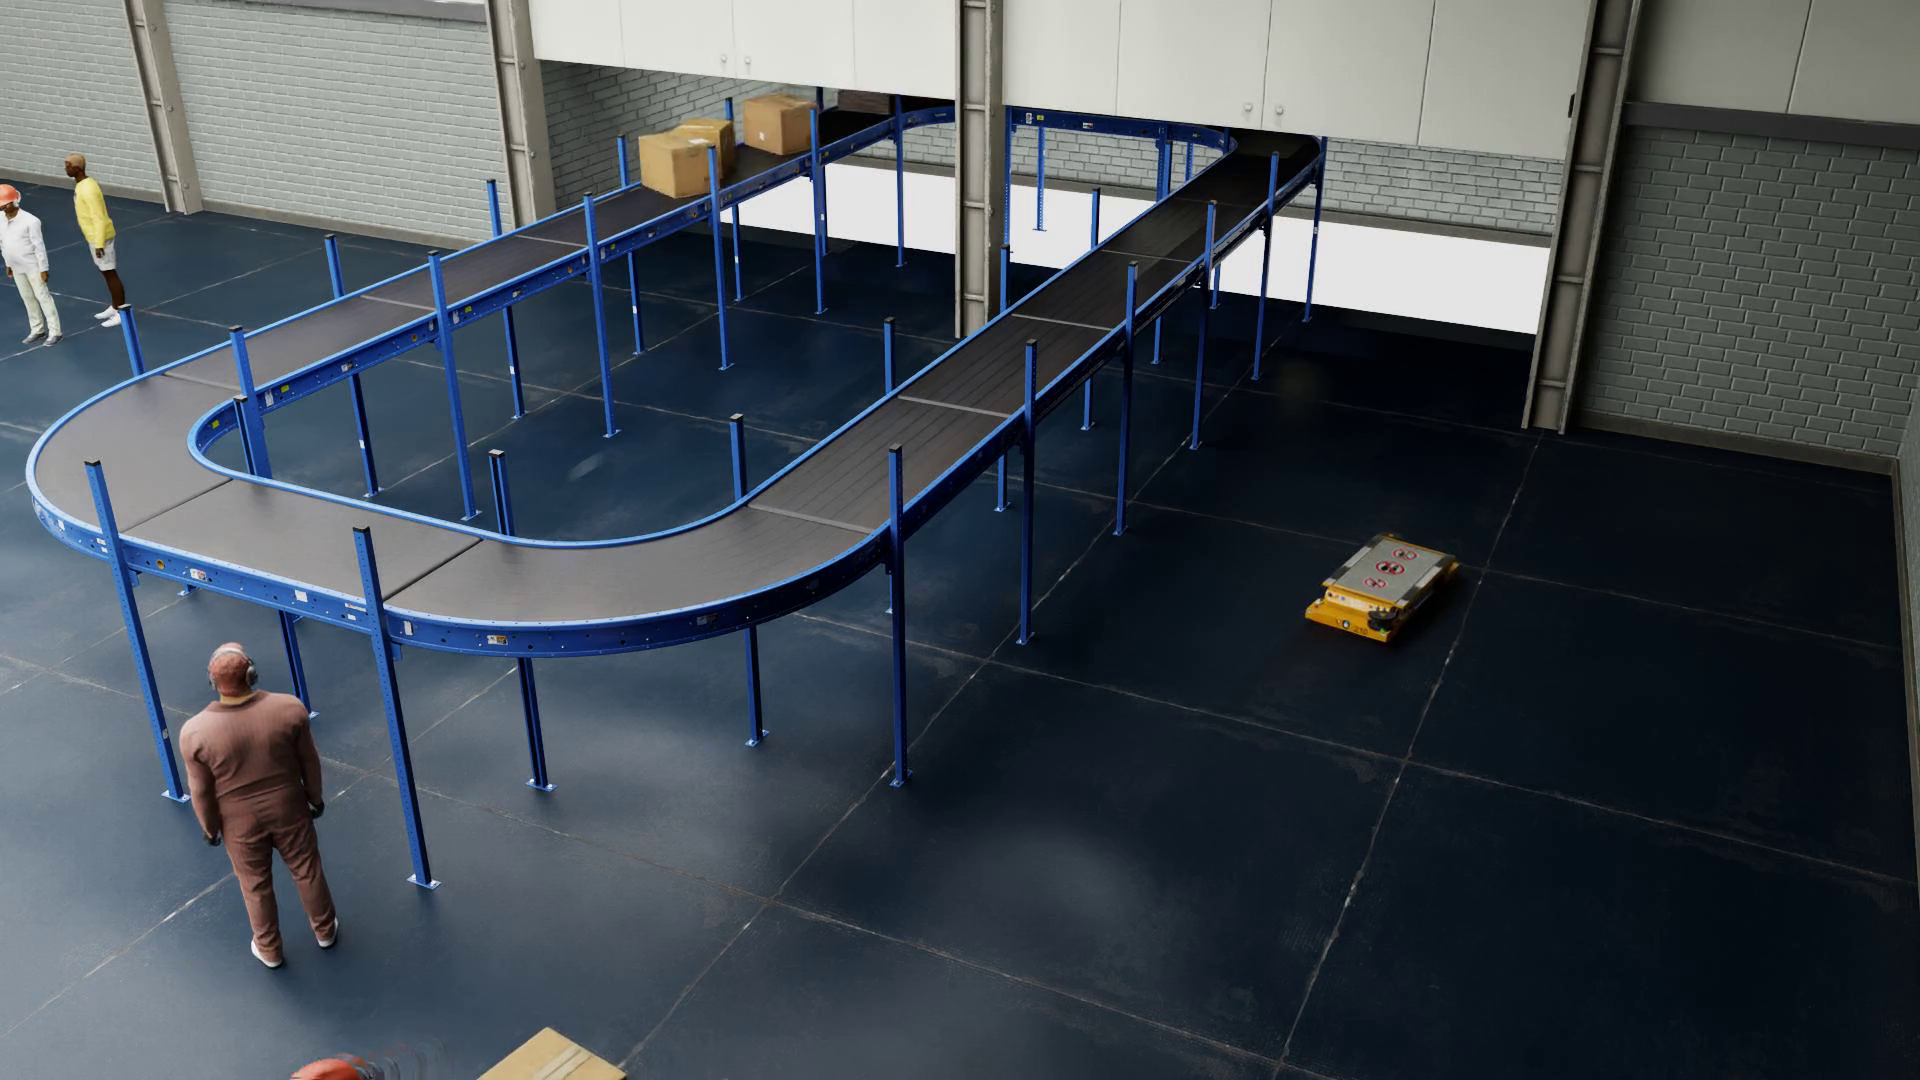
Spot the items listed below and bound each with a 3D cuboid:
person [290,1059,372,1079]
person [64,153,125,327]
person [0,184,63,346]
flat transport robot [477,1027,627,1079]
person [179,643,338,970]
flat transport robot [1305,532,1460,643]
[{"bbox_3d":[-2.127,2.660,6.154,0.743,2.025,0.617,-14,30,-27],"label":"person"},{"bbox_3d":[-9.498,-3.309,18.312,0.382,1.898,0.544,-16,30,-28],"label":"person"},{"bbox_3d":[-9.968,-2.931,17.724,0.561,1.743,0.347,9,28,17],"label":"person"},{"bbox_3d":[-1.693,3.181,7.066,1.431,0.231,0.659,-20,33,-35],"label":"flat transport robot"},{"bbox_3d":[-3.699,1.407,8.806,0.642,1.903,0.402,-15,30,-28],"label":"person"},{"bbox_3d":[3.267,0.345,12.781,0.659,0.231,1.431,18,32,32],"label":"flat transport robot"}]
